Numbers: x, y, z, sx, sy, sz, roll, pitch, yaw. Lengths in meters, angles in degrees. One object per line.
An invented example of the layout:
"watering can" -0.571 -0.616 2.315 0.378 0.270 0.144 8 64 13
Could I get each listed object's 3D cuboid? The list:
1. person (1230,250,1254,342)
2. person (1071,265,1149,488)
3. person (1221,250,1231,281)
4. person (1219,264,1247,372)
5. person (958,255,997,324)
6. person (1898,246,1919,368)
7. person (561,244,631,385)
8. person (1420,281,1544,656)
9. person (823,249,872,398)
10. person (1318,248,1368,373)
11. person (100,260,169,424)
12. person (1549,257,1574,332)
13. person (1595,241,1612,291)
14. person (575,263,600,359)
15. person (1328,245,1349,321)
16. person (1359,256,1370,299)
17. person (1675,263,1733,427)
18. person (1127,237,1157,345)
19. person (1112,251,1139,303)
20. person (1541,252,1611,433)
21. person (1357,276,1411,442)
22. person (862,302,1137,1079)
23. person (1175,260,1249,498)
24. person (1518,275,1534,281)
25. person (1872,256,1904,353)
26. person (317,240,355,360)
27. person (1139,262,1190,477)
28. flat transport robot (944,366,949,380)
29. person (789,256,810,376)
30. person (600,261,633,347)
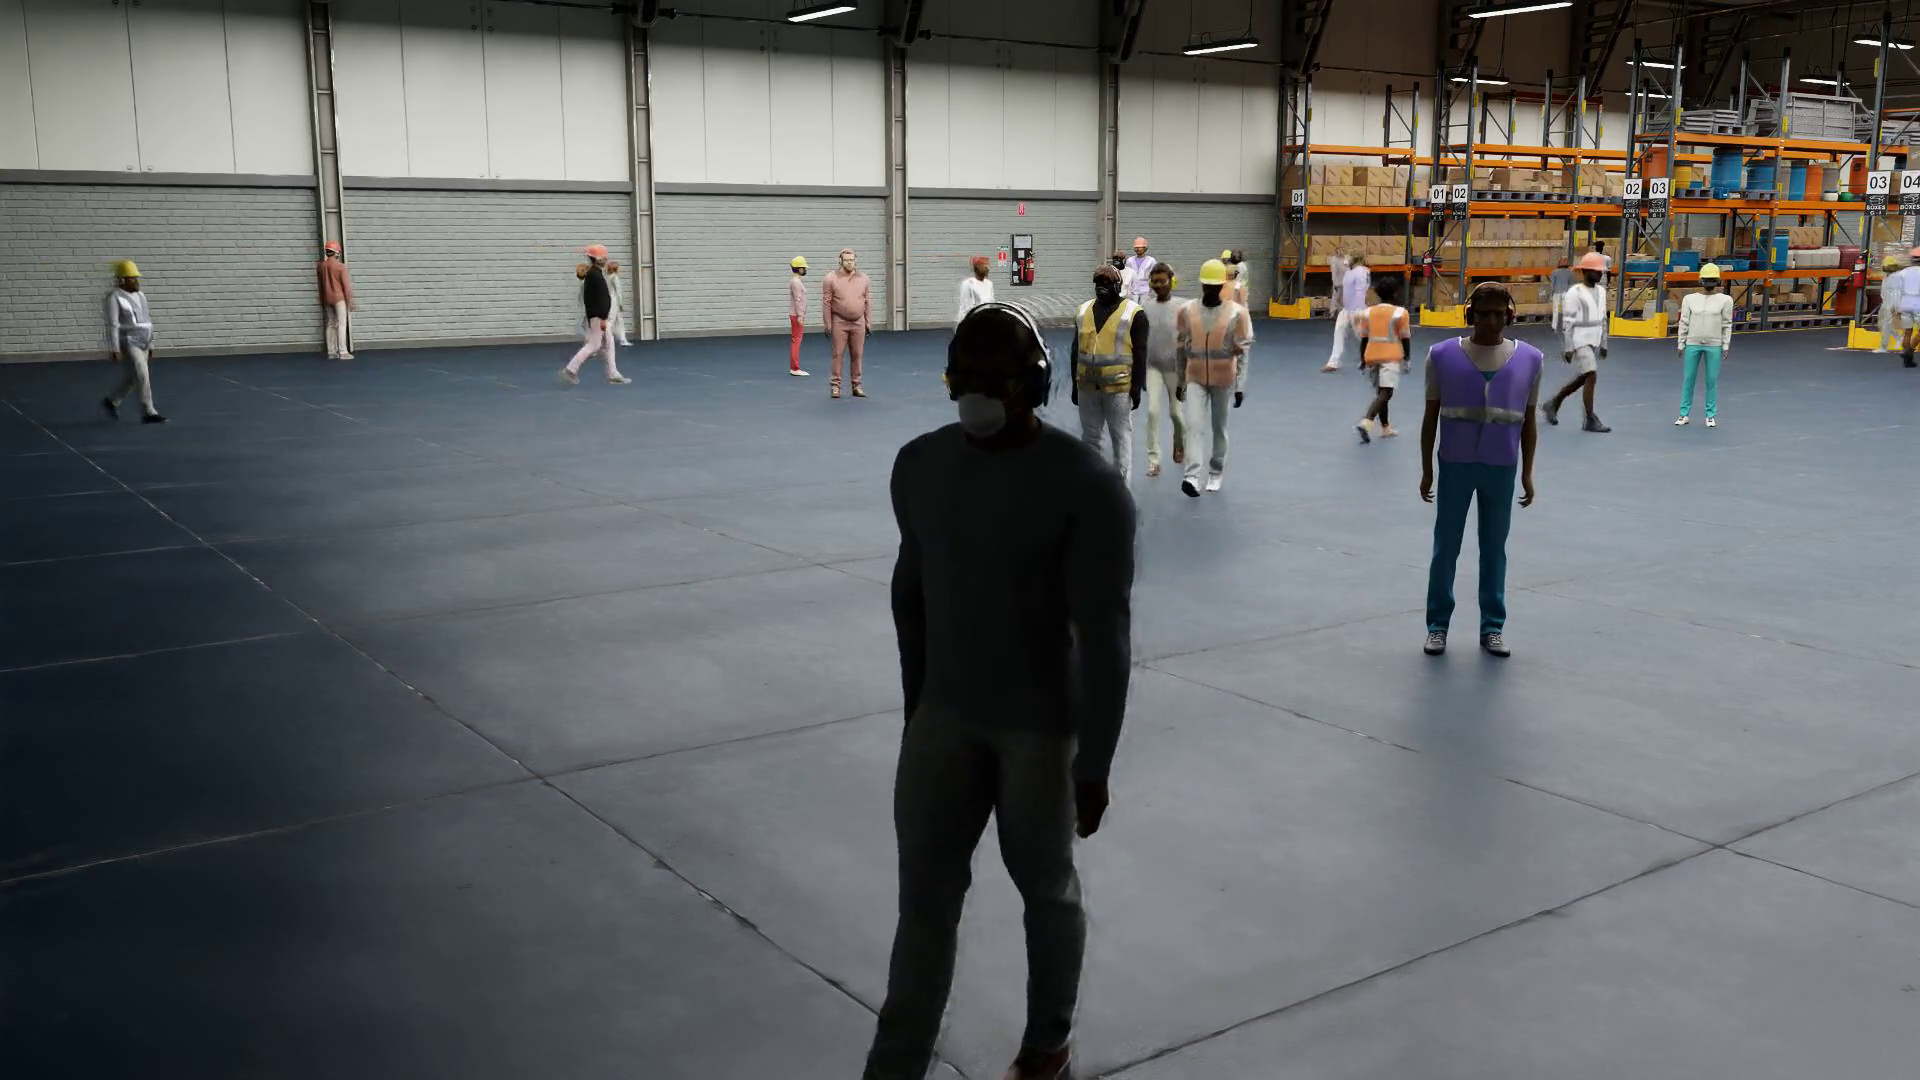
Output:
"person" 5.372 -4.795 32.721 0.954 1.791 0.624 1 10 3
"person" 1.111 -1.165 12.692 0.621 1.845 0.429 6 12 30
"person" 5.641 -5.232 35.195 0.308 1.769 0.525 -4 11 -20
"person" 4.096 -3.337 25.153 0.511 1.641 0.307 8 13 38
"person" 0.273 -2.636 20.803 1.025 1.822 0.600 7 12 32
"person" 14.973 -3.649 26.106 0.476 1.922 0.543 -7 12 -34
"person" -5.097 -3.122 23.101 0.928 1.966 0.627 -4 11 -21
"person" 2.557 -0.348 8.211 0.566 1.842 0.389 1 10 8
"person" -1.433 -2.772 21.328 0.652 1.904 0.403 -4 11 -20
"person" 5.970 -3.459 25.141 0.998 1.896 0.641 -2 11 -12
"person" -9.193 -2.183 18.369 0.792 1.805 0.598 1 10 6
"person" 13.028 -5.311 36.019 0.493 1.624 0.280 1 10 5
"person" 15.148 -6.121 39.518 0.603 1.966 0.368 5 11 25
"person" -6.314 -3.824 27.874 0.346 1.617 0.519 -3 11 -15
"person" 9.407 -6.339 41.014 0.396 1.863 0.753 10 14 44
"person" 9.799 -6.173 40.850 0.495 1.584 0.826 3 11 15
"person" 8.094 -2.114 18.102 0.533 1.768 0.313 6 12 28
"person" 3.446 -4.759 31.835 0.605 2.045 0.387 5 12 26
"person" 2.457 -3.572 25.891 0.624 1.844 0.429 4 11 21
"person" 6.634 -2.123 17.789 0.555 1.909 0.884 -7 12 -34
"person" 4.241 -1.824 16.772 0.807 1.662 0.528 -9 14 -42
"person" 0.045 0.442 3.688 0.657 1.907 0.825 6 12 31
"person" 1.970 -1.270 13.161 0.597 1.868 1.001 3 11 16
"person" 14.414 -6.506 41.958 0.914 1.854 0.568 -6 12 -31
"person" 16.582 -4.184 29.570 0.539 1.720 0.481 0 10 0
"person" -10.504 -4.028 27.971 0.616 1.992 0.391 4 11 22
"person" 1.806 -1.501 14.533 0.518 1.847 0.754 3 11 15
"flat transport robot" 0.521 -2.395 23.742 1.431 0.197 0.652 1 10 7
"person" -2.386 -3.321 24.719 0.316 1.767 0.535 -2 10 -9
"person" -6.553 -4.417 31.181 0.810 1.608 0.529 -6 12 -30
